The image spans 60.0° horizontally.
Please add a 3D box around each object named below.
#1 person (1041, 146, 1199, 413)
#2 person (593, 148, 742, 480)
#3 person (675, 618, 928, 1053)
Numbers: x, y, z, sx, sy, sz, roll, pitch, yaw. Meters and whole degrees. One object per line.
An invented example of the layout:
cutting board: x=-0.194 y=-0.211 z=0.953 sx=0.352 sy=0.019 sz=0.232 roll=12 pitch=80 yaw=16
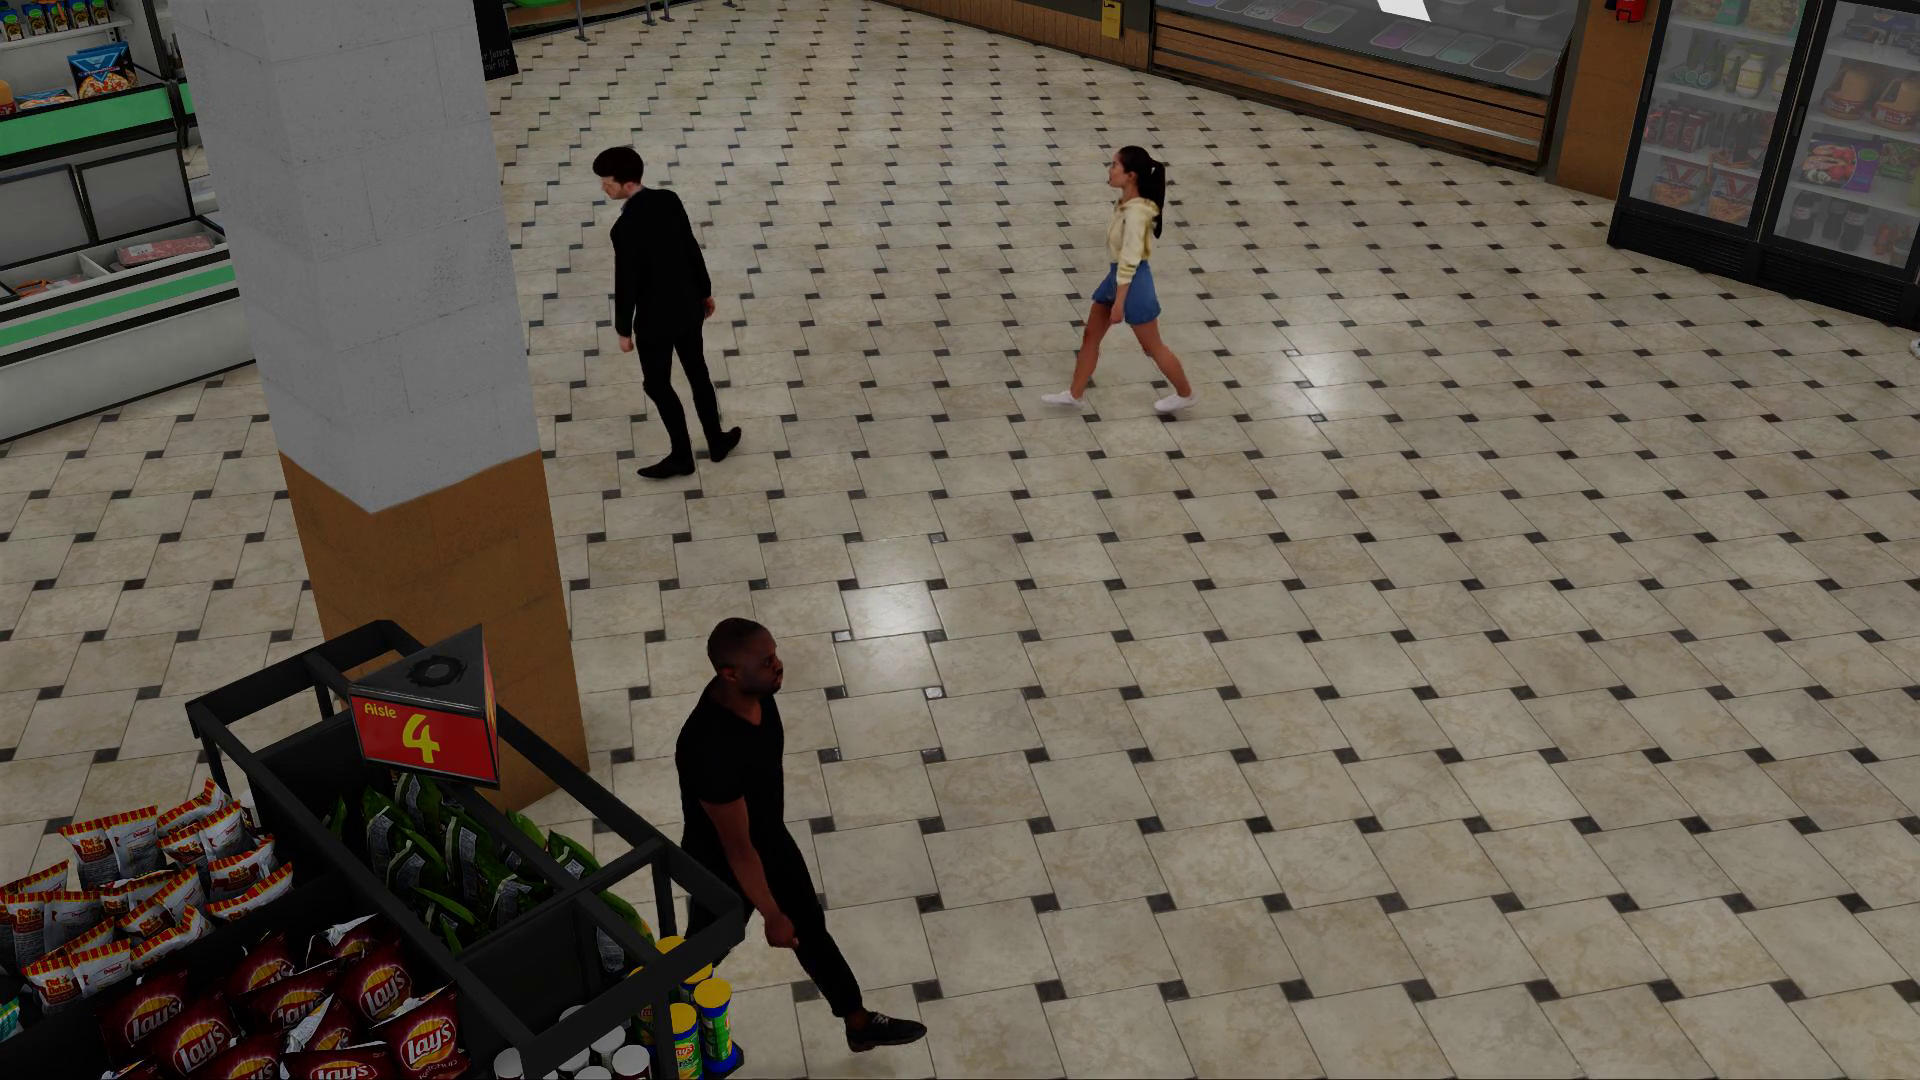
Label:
person: x=1.033 y=-1.389 z=9.319 sx=1.185 sy=1.588 sz=1.139 roll=1 pitch=32 yaw=2
person: x=-1.484 y=-1.206 z=8.777 sx=0.989 sy=1.848 sz=0.629 roll=27 pitch=41 yaw=36
person: x=-0.789 y=1.025 z=5.263 sx=1.131 sy=1.773 sz=1.220 roll=8 pitch=33 yaw=13
